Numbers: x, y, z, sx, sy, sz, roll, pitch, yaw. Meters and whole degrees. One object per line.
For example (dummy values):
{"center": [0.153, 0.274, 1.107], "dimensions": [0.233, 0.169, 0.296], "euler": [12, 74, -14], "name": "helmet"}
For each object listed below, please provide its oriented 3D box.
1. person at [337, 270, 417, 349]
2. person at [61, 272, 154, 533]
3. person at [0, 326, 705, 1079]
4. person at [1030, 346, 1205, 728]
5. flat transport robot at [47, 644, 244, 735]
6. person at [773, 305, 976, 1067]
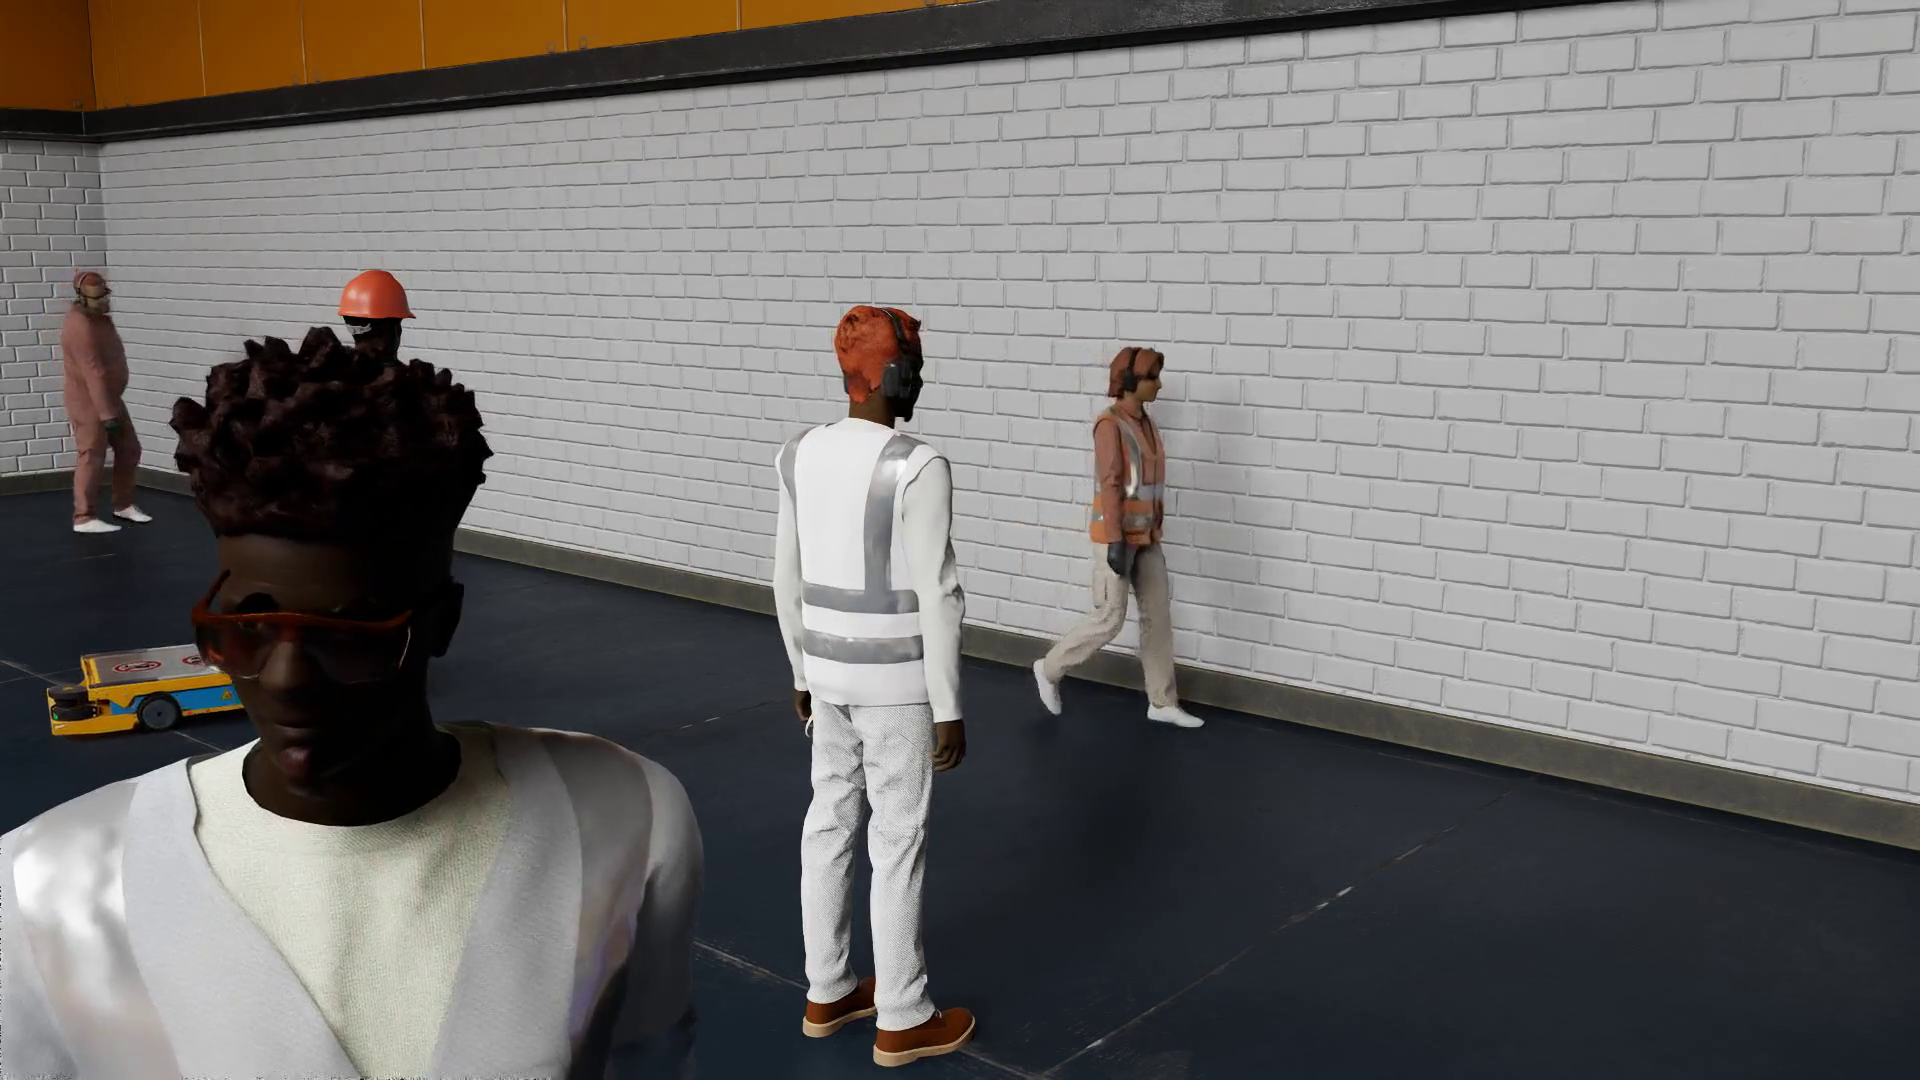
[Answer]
{"center": [-2.191, -0.048, 6.346], "dimensions": [0.549, 1.937, 0.358], "euler": [3, 10, 17], "name": "person"}
{"center": [-6.069, -0.954, 11.761], "dimensions": [0.553, 1.862, 0.735], "euler": [-2, 10, -9], "name": "person"}
{"center": [-0.484, 0.804, 1.420], "dimensions": [0.609, 1.963, 0.367], "euler": [-6, 11, -30], "name": "person"}
{"center": [0.676, -0.007, 7.011], "dimensions": [0.678, 1.617, 0.537], "euler": [6, 12, 32], "name": "person"}
{"center": [-3.231, 0.605, 7.374], "dimensions": [1.431, 0.197, 0.652], "euler": [-6, 11, -29], "name": "flat transport robot"}
{"center": [-0.214, 0.363, 4.158], "dimensions": [0.584, 1.883, 0.339], "euler": [9, 13, 42], "name": "person"}
